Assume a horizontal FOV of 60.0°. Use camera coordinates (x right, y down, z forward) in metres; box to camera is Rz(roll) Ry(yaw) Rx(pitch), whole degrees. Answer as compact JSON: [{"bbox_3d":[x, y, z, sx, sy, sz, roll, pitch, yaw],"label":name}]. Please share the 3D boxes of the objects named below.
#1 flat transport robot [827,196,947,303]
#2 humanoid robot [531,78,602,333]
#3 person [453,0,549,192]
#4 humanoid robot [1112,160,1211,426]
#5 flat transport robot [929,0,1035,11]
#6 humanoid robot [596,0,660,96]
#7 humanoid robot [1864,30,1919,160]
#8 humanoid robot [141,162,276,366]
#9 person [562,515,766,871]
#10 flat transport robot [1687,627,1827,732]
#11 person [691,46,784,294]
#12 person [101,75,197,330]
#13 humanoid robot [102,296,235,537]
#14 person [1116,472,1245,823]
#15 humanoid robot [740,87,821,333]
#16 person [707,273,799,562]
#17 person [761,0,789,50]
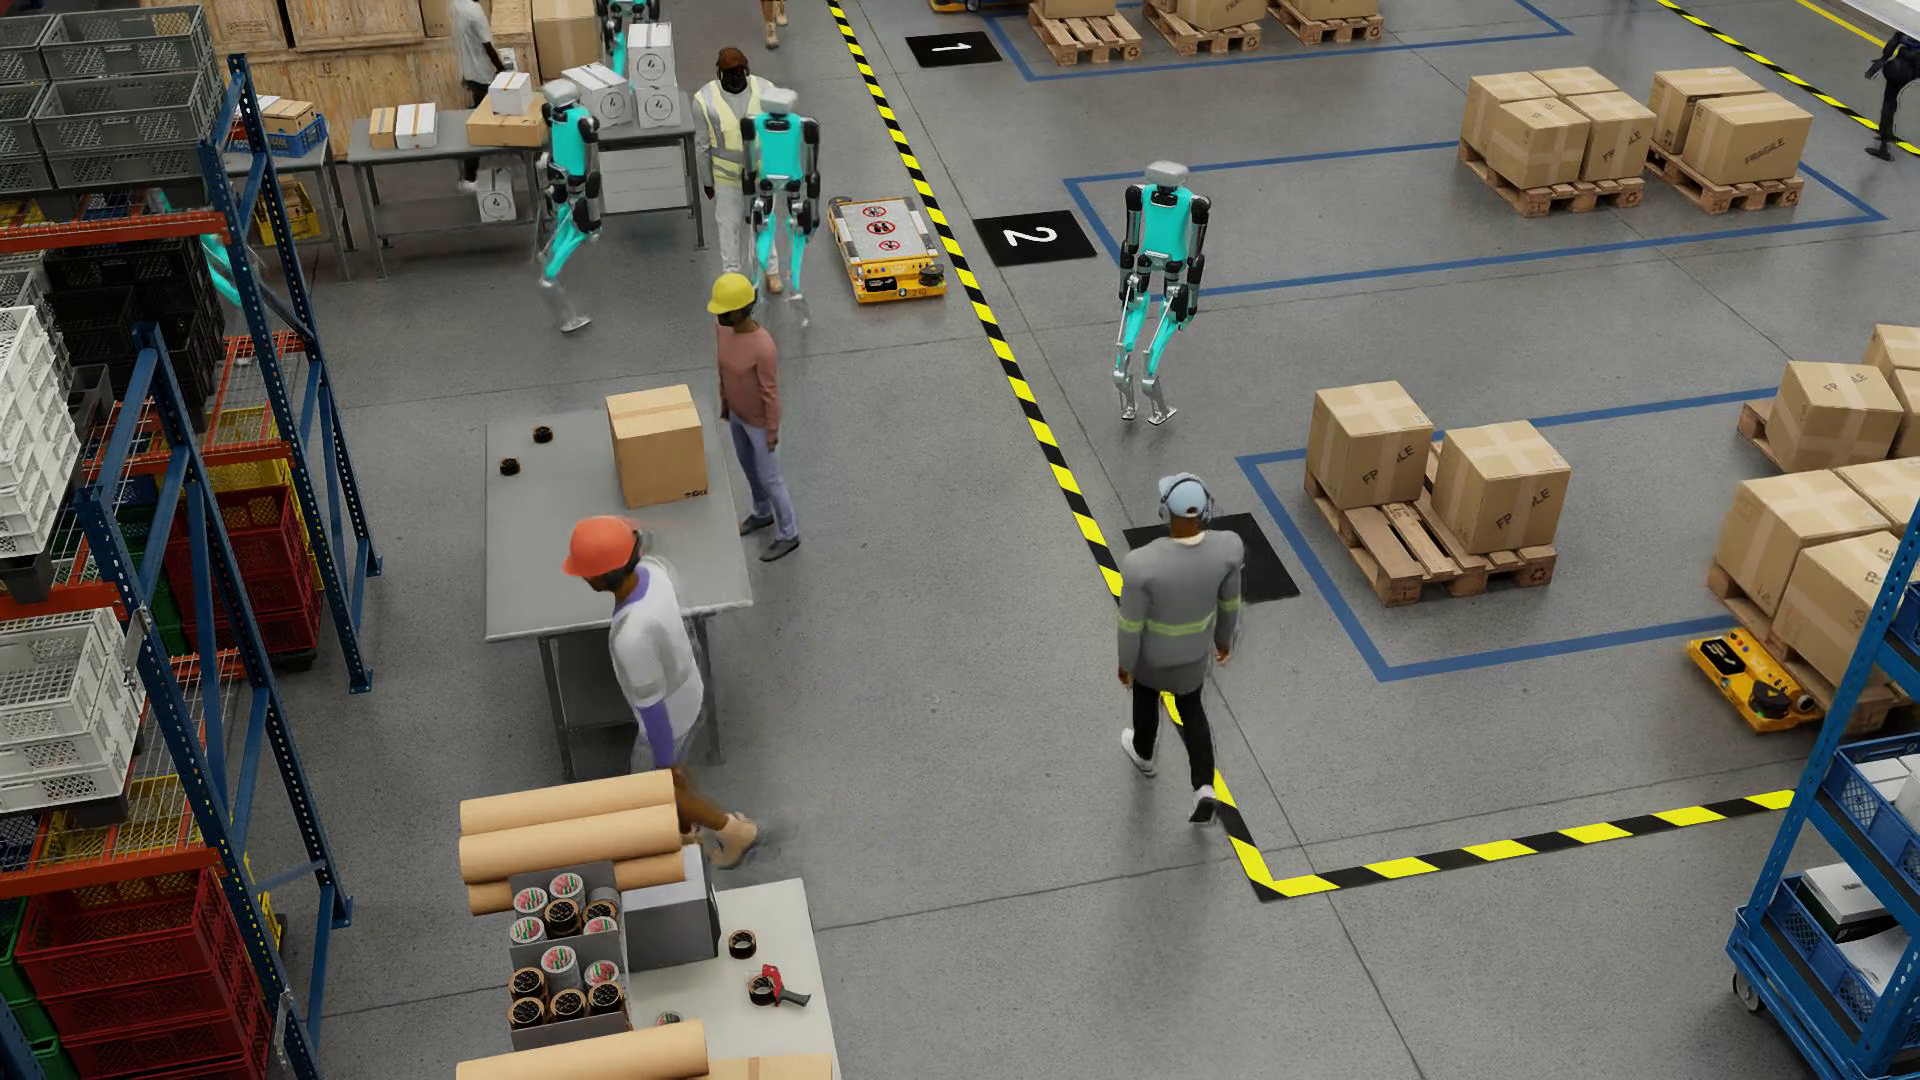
[{"bbox_3d":[-0.570,-2.220,12.538,0.659,0.231,1.431,-8,37,-10],"label":"flat transport robot"},{"bbox_3d":[-2.743,-2.120,11.246,0.548,1.868,0.763,30,46,34],"label":"humanoid robot"},{"bbox_3d":[-3.690,-3.693,13.214,0.902,1.828,0.503,-14,39,-18],"label":"person"},{"bbox_3d":[1.140,-1.429,10.136,0.533,1.672,0.735,17,40,21],"label":"humanoid robot"},{"bbox_3d":[0.375,-5.722,17.221,1.431,0.197,0.652,-8,37,-10],"label":"flat transport robot"},{"bbox_3d":[-2.800,-4.075,13.817,0.549,1.773,0.945,3,37,4],"label":"humanoid robot"},{"bbox_3d":[7.810,-3.986,13.732,0.599,1.652,0.458,-15,39,-19],"label":"humanoid robot"},{"bbox_3d":[-4.834,-1.918,10.863,0.673,1.768,0.550,9,38,12],"label":"humanoid robot"},{"bbox_3d":[-1.271,0.715,7.139,0.632,2.012,0.609,-1,37,-1],"label":"person"},{"bbox_3d":[4.646,0.617,8.702,1.431,0.197,0.652,-8,37,-10],"label":"flat transport robot"},{"bbox_3d":[-1.527,-2.576,11.707,0.622,1.838,0.430,-12,38,-15],"label":"person"},{"bbox_3d":[-5.499,-2.261,11.272,0.505,1.846,0.346,29,45,33],"label":"person"},{"bbox_3d":[-4.611,-0.745,9.382,0.583,1.637,0.609,-8,37,-10],"label":"humanoid robot"},{"bbox_3d":[0.993,0.488,7.591,0.598,1.828,0.759,-9,38,-12],"label":"person"},{"bbox_3d":[-1.216,-2.054,11.120,0.553,1.787,0.871,3,37,4],"label":"humanoid robot"},{"bbox_3d":[-1.172,-0.690,9.238,0.347,1.757,0.524,-26,44,-30],"label":"person"},{"bbox_3d":[-1.780,-5.802,15.929,0.612,1.983,1.031,-7,37,-9],"label":"person"}]
